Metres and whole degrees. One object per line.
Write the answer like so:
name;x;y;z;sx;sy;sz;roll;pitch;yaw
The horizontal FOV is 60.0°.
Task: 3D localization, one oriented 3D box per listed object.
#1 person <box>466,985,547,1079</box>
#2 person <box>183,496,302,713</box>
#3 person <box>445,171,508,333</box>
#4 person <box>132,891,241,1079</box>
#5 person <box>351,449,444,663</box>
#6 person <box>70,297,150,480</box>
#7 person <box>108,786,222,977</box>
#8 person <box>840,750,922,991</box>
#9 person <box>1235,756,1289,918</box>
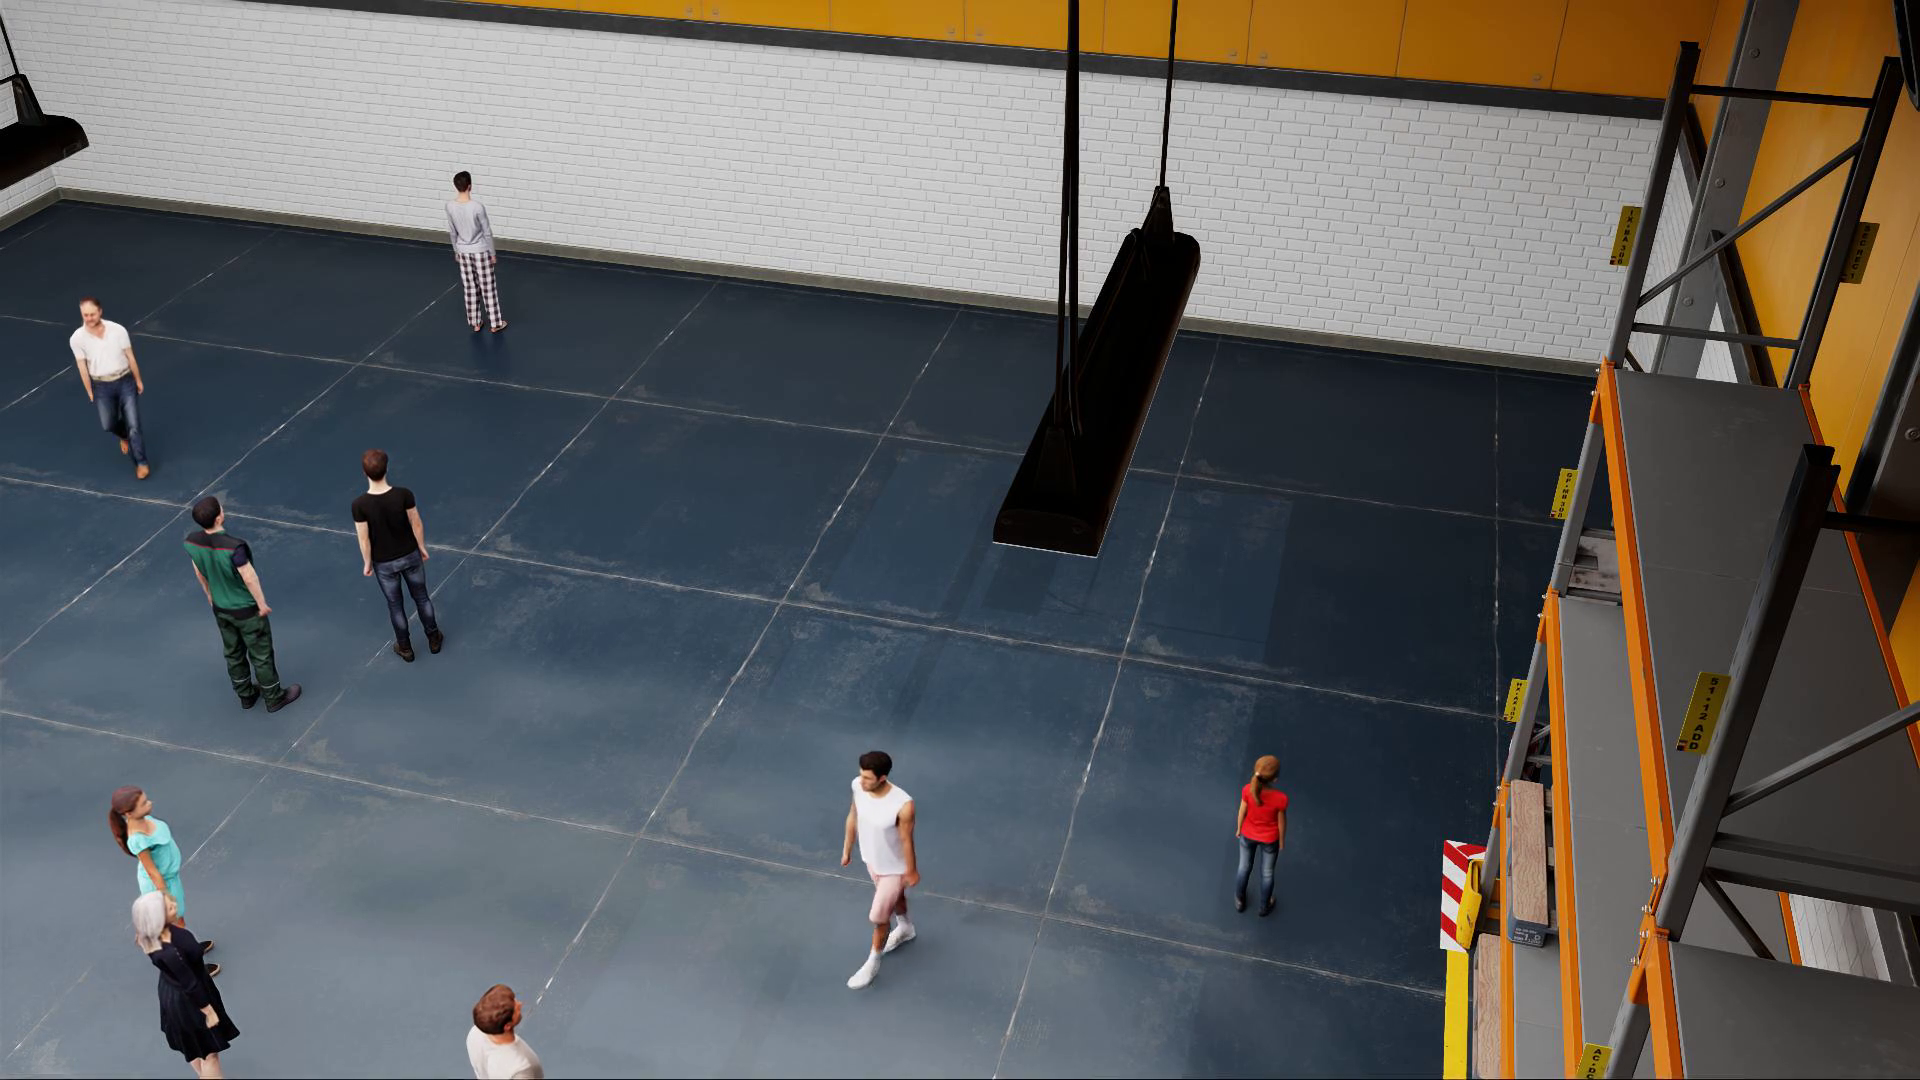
person;-2.348;3.087;8.887;0.751;1.905;0.741;26;42;33
person;-5.565;0.492;12.795;0.672;1.901;0.560;10;35;14
person;-5.362;-3.174;18.359;0.653;1.847;0.566;4;34;6
person;-4.459;2.680;9.642;0.691;1.747;0.711;28;42;35
person;-4.520;0.135;13.337;0.754;1.896;0.798;-15;37;-22
person;-8.063;-1.518;15.875;0.943;1.839;1.036;-13;36;-19
person;-5.091;2.166;10.586;0.710;1.558;0.648;-16;37;-23
person;-0.402;1.998;10.656;1.045;1.760;0.927;-28;42;-35
person;2.003;1.975;11.098;0.499;1.310;0.501;13;36;19
